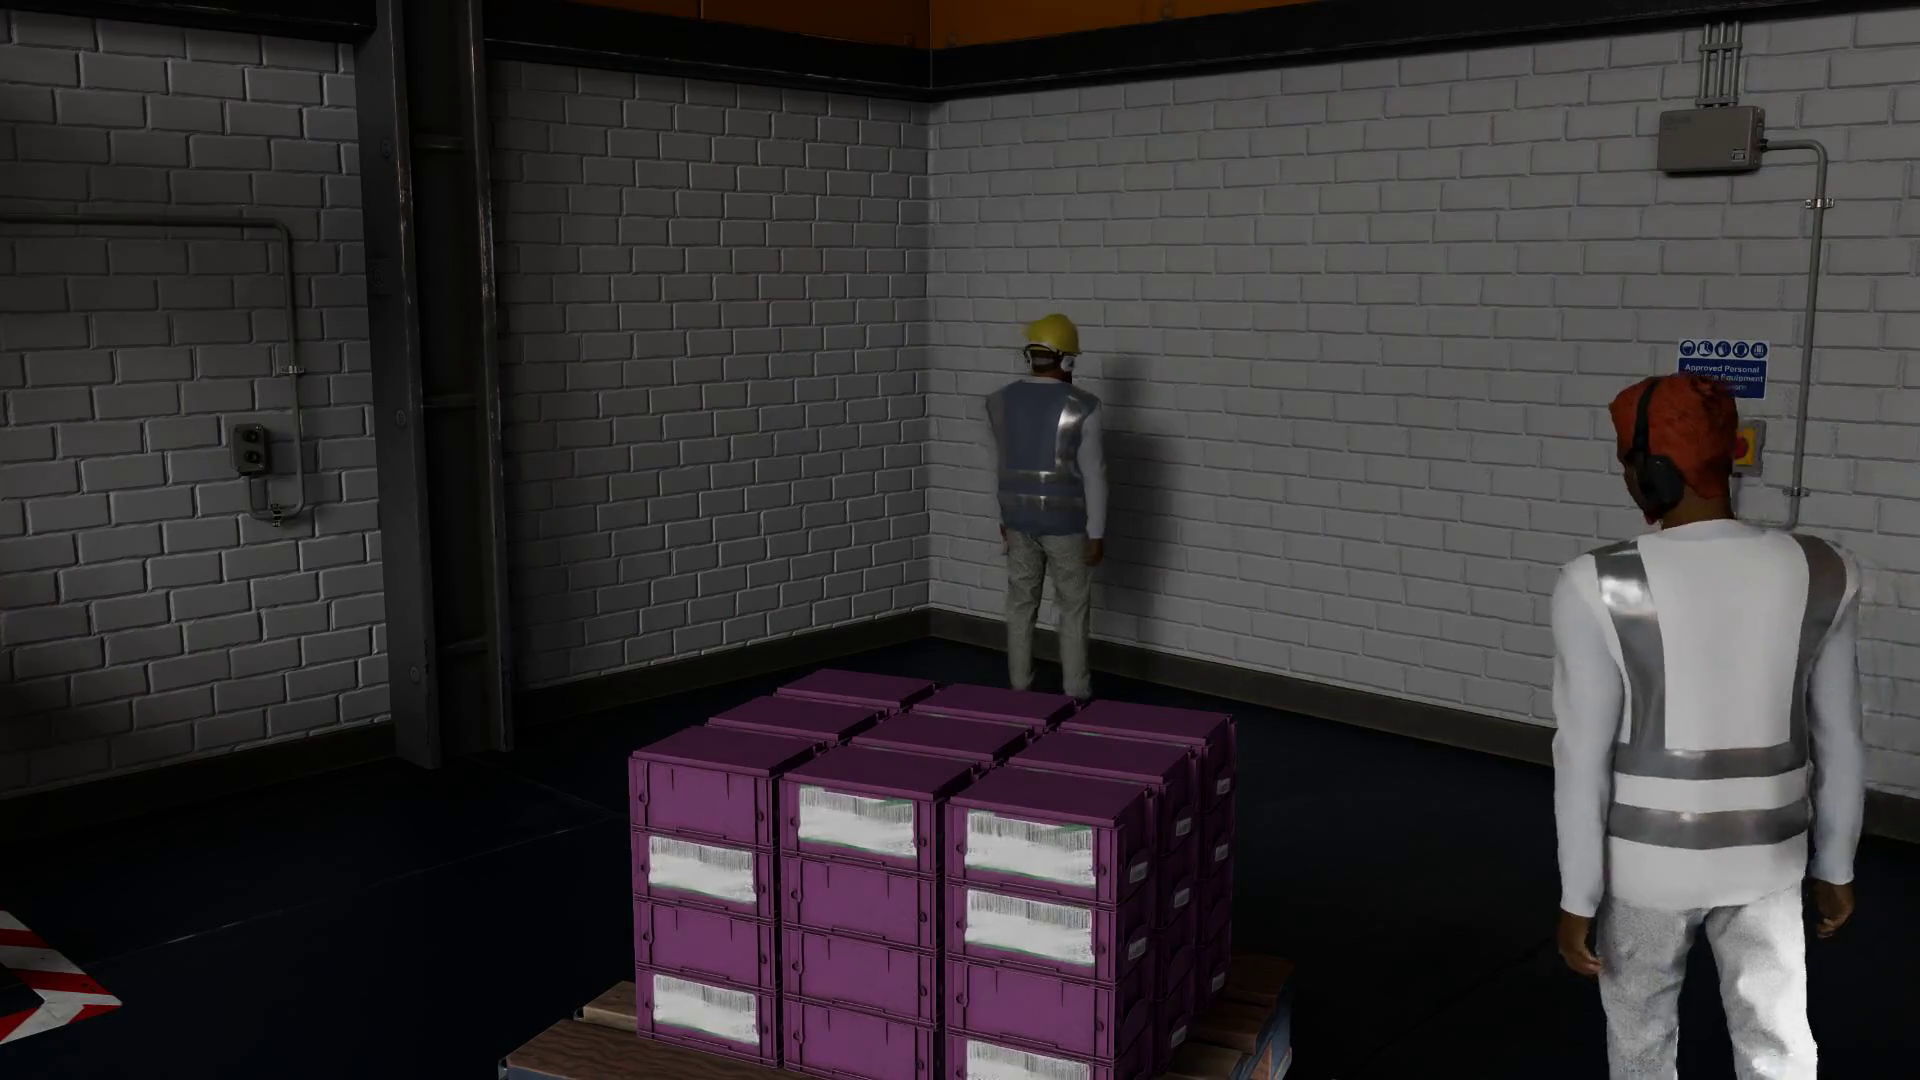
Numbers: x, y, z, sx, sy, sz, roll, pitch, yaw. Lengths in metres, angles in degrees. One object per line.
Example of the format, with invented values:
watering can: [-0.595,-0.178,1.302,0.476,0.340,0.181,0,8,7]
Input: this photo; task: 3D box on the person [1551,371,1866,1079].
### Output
person: [1.385,0.618,3.032,0.626,1.843,0.915,0,9,1]

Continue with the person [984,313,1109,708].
person: [0.395,-0.096,7.453,0.612,1.824,0.413,5,11,28]
